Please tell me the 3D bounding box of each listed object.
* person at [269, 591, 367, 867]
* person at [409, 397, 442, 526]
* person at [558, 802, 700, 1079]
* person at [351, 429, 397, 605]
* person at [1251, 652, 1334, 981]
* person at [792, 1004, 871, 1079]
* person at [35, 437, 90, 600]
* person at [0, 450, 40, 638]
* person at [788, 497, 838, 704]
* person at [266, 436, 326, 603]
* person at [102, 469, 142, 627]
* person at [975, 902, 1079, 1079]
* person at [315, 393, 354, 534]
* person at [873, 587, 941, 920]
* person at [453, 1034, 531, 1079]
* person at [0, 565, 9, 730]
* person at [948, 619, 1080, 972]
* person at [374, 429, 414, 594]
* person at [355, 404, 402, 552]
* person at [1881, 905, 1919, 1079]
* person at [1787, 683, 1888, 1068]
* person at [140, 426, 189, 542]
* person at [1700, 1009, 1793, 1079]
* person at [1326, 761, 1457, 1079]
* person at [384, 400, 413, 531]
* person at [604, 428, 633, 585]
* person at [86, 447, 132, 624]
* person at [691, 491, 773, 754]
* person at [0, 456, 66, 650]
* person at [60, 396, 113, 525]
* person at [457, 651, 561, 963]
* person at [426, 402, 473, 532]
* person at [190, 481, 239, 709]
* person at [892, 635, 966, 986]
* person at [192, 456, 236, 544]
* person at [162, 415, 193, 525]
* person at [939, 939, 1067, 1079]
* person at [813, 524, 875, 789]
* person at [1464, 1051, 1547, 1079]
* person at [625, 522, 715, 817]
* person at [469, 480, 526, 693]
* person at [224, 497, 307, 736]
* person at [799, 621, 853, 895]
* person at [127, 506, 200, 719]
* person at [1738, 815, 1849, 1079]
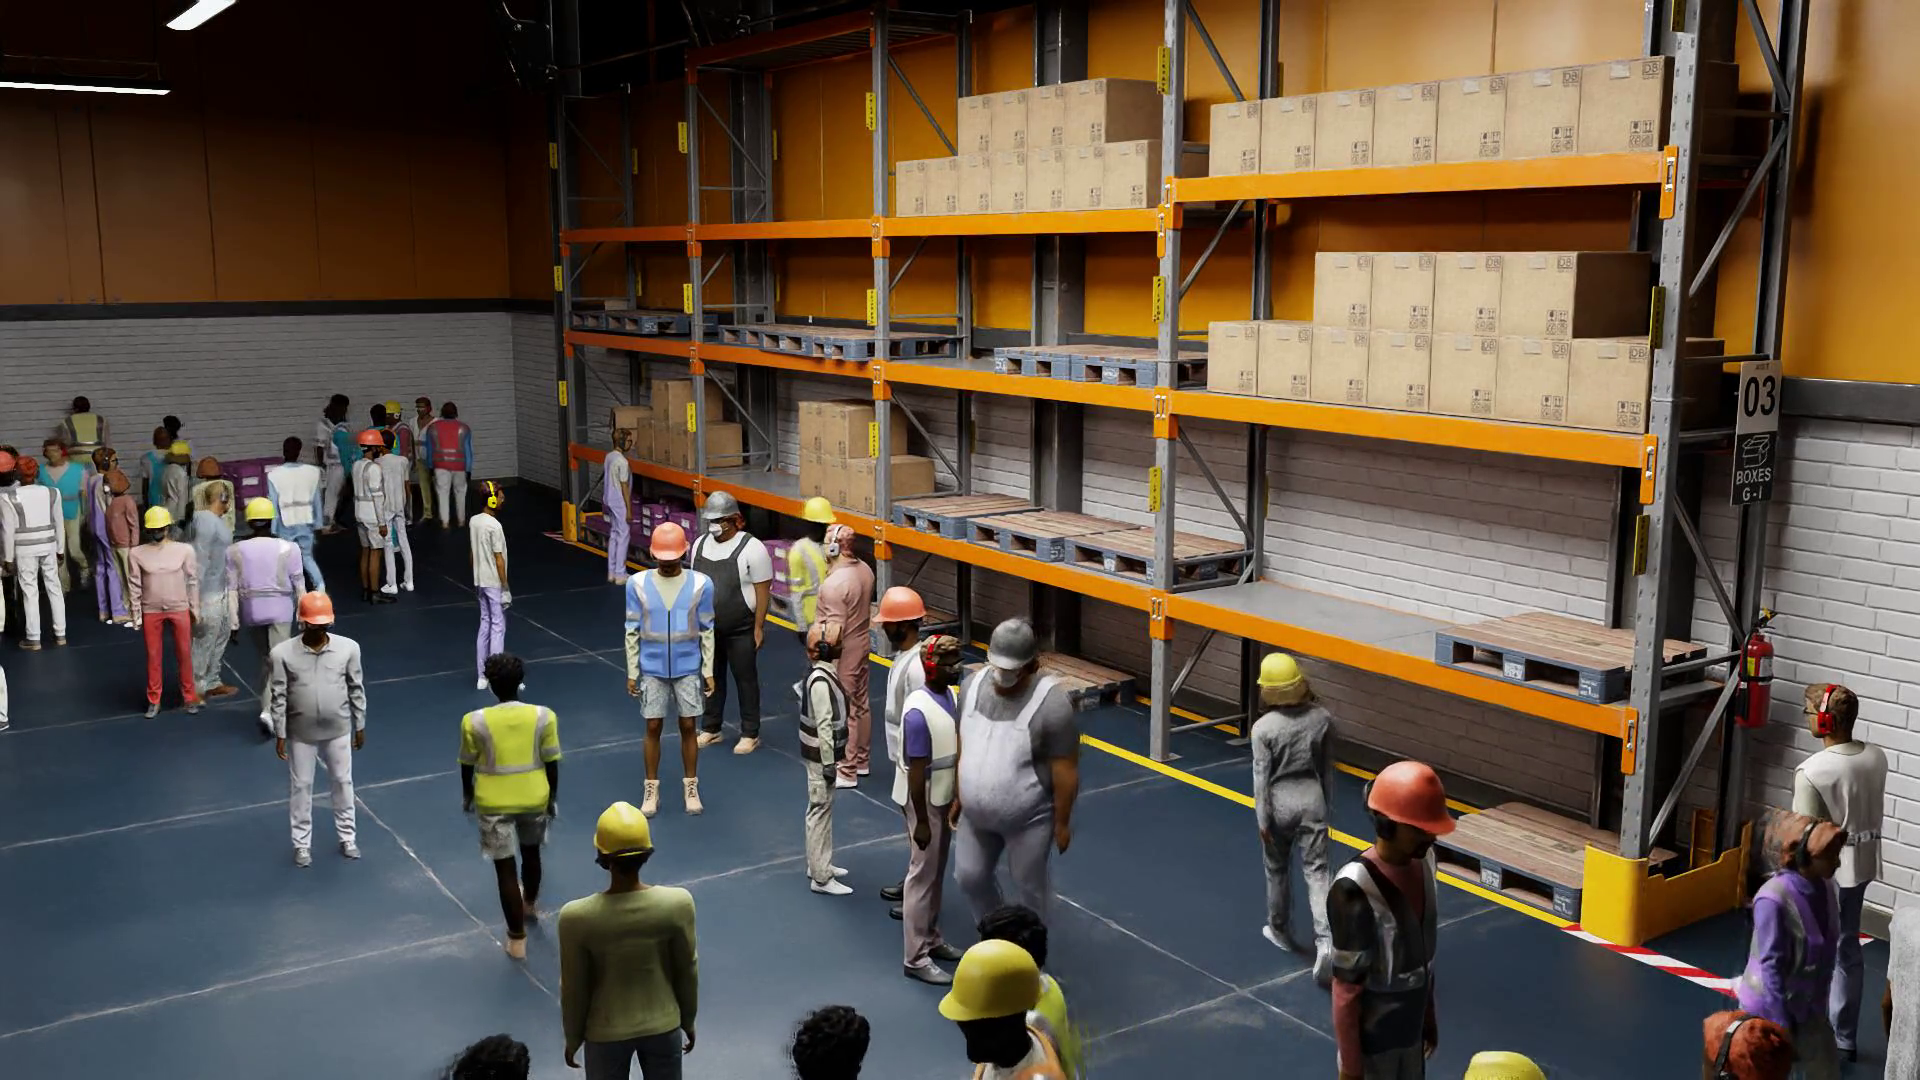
[{"bbox_3d":[-4.007,1.170,10.423,0.568,1.743,0.351,-5,11,-27],"label":"person"},{"bbox_3d":[-7.525,-1.117,23.597,0.562,1.836,0.395,5,11,25],"label":"person"},{"bbox_3d":[-1.251,1.855,6.327,0.529,1.772,0.304,-4,10,-21],"label":"person"},{"bbox_3d":[-6.426,-0.252,18.234,0.386,1.929,0.543,-9,13,-43],"label":"person"},{"bbox_3d":[1.798,1.453,8.857,0.503,1.703,0.789,-2,10,-9],"label":"person"},{"bbox_3d":[-0.369,2.158,4.782,0.549,1.689,0.321,1,10,9],"label":"person"},{"bbox_3d":[-9.960,-0.248,18.494,0.574,1.828,0.477,-2,10,-10],"label":"person"},{"bbox_3d":[-9.444,0.048,16.554,0.561,1.905,0.525,-7,12,-34],"label":"person"},{"bbox_3d":[-1.150,0.590,13.365,0.577,1.905,0.618,7,12,35],"label":"person"},{"bbox_3d":[-7.075,-0.155,17.770,0.690,1.896,0.627,9,13,42],"label":"person"},{"bbox_3d":[-8.637,0.082,17.134,0.508,1.631,0.265,6,12,33],"label":"person"},{"bbox_3d":[0.234,2.026,5.569,0.387,1.671,0.568,2,10,11],"label":"person"},{"bbox_3d":[-8.576,-1.048,22.875,0.534,1.927,0.757,5,11,27],"label":"person"},{"bbox_3d":[-0.304,1.218,9.577,0.374,1.933,0.550,-2,10,-10],"label":"person"},{"bbox_3d":[-1.303,2.197,4.674,0.534,1.652,0.884,4,10,21],"label":"person"},{"bbox_3d":[-7.877,0.680,13.261,0.562,1.753,0.333,4,10,20],"label":"person"},{"bbox_3d":[0.257,1.345,8.523,0.709,2.000,0.545,6,12,33],"label":"person"},{"bbox_3d":[-6.448,-0.323,18.834,0.311,1.864,0.533,7,12,37],"label":"person"},{"bbox_3d":[-7.445,-0.786,21.387,0.596,1.918,0.380,1,10,5],"label":"person"},{"bbox_3d":[3.367,1.908,5.719,0.328,1.872,0.512,0,10,-2],"label":"person"},{"bbox_3d":[4.064,1.579,7.761,0.560,1.836,0.394,-5,11,-27],"label":"person"},{"bbox_3d":[-9.280,-0.411,19.436,0.527,1.836,0.360,-2,10,-9],"label":"person"},{"bbox_3d":[2.025,2.137,4.351,0.576,1.880,0.355,-4,10,-21],"label":"person"},{"bbox_3d":[1.572,1.774,6.046,0.411,2.033,0.613,9,13,43],"label":"person"},{"bbox_3d":[-7.824,-1.035,23.132,0.403,1.825,0.593,-7,12,-36],"label":"person"},{"bbox_3d":[-3.944,-0.389,19.321,0.350,1.835,0.519,-7,12,-34],"label":"person"},{"bbox_3d":[-8.828,-0.047,17.271,0.507,1.846,0.344,7,12,35],"label":"person"},{"bbox_3d":[-1.809,0.628,12.734,0.687,2.000,0.535,5,11,25],"label":"person"},{"bbox_3d":[-8.991,0.124,16.159,0.356,1.883,0.573,7,12,36],"label":"person"},{"bbox_3d":[-12.404,-1.132,23.647,0.636,1.844,0.430,-6,12,-33],"label":"person"},{"bbox_3d":[-2.503,1.426,9.196,0.531,1.652,0.838,-5,11,-29],"label":"person"},{"bbox_3d":[-7.096,-1.020,23.141,0.625,1.803,0.938,-2,10,-13],"label":"person"},{"bbox_3d":[-6.386,0.462,14.146,0.436,1.893,0.795,-2,10,-11],"label":"person"},{"bbox_3d":[-0.154,1.396,8.795,0.384,1.845,0.565,3,10,16],"label":"person"},{"bbox_3d":[-8.158,-0.102,18.208,0.279,1.634,0.499,6,11,32],"label":"person"},{"bbox_3d":[-10.568,-0.844,22.393,0.552,1.682,0.367,3,10,16],"label":"person"},{"bbox_3d":[0.034,2.052,4.808,0.927,1.890,0.599,-1,10,-5],"label":"person"},{"bbox_3d":[-0.853,0.830,11.938,0.402,1.911,0.638,3,10,19],"label":"person"},{"bbox_3d":[1.539,2.201,4.416,0.541,1.723,0.704,-7,12,-37],"label":"person"},{"bbox_3d":[-1.961,0.877,11.292,0.605,2.034,0.391,-2,10,-9],"label":"person"},{"bbox_3d":[-4.076,0.405,14.542,0.319,1.870,0.532,-9,13,-44],"label":"person"},{"bbox_3d":[-5.565,0.604,13.338,0.599,1.892,0.936,-1,10,-7],"label":"person"},{"bbox_3d":[-0.811,1.296,9.984,0.309,1.641,0.513,-1,10,-7],"label":"person"},{"bbox_3d":[-6.569,0.592,13.749,0.533,1.768,0.310,-4,11,-23],"label":"person"},{"bbox_3d":[3.363,1.893,6.606,0.518,1.599,0.846,-5,11,-28],"label":"person"}]
